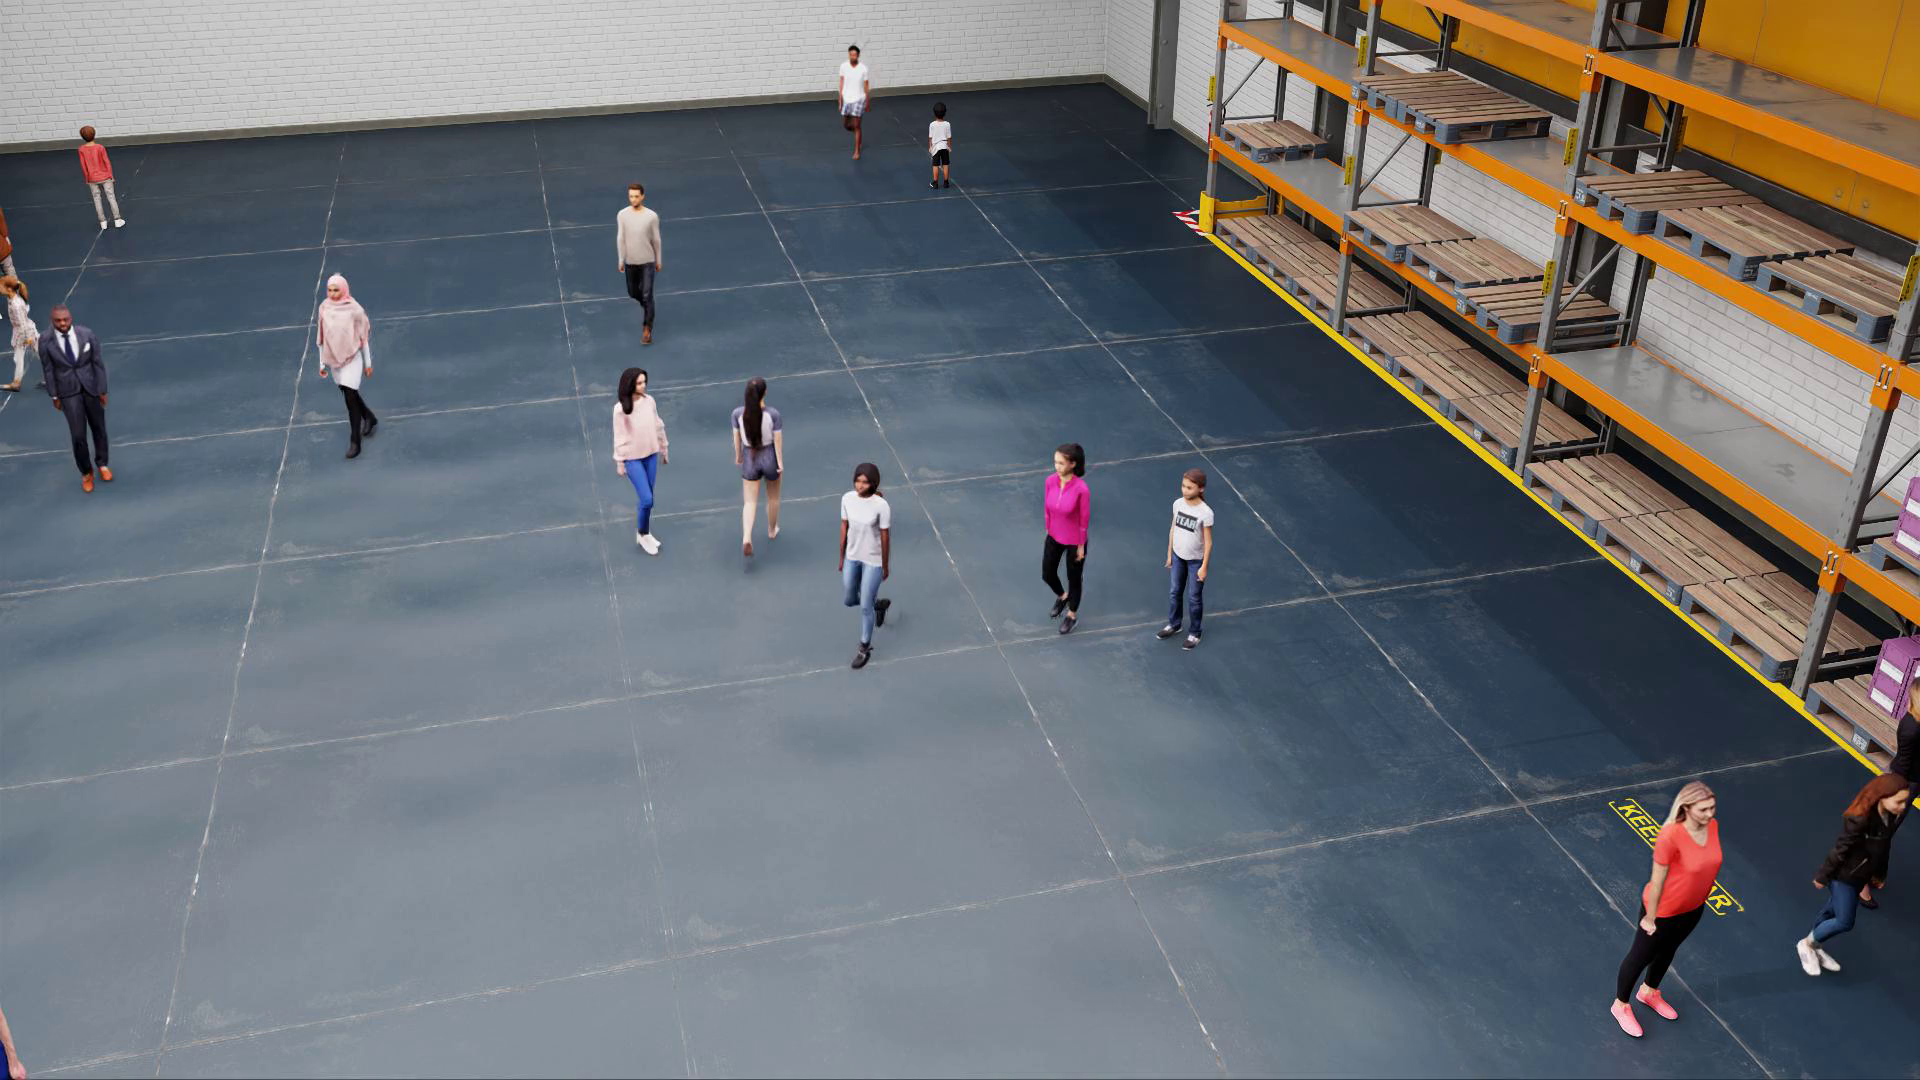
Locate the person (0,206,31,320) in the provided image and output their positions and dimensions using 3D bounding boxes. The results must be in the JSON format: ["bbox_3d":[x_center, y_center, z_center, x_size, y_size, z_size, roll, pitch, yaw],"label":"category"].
[{"bbox_3d":[-11.541,-3.530,19.732,0.743,1.839,0.733,-11,31,-20],"label":"person"}]

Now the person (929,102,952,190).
[{"bbox_3d":[-0.294,-5.828,24.551,0.497,1.261,0.500,-6,29,-10],"label":"person"}]

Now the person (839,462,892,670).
[{"bbox_3d":[-0.723,0.147,13.127,0.922,1.711,0.990,14,32,24],"label":"person"}]

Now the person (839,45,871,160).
[{"bbox_3d":[-1.628,-6.873,25.994,0.903,1.713,1.017,8,30,14],"label":"person"}]

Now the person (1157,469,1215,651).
[{"bbox_3d":[1.837,0.128,13.317,0.595,1.562,0.682,23,36,36],"label":"person"}]

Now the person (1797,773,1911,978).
[{"bbox_3d":[5.327,1.960,10.058,0.638,1.467,0.630,-17,33,-29],"label":"person"}]

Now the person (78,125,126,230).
[{"bbox_3d":[-11.837,-4.989,22.850,0.513,1.416,0.476,-8,30,-15],"label":"person"}]

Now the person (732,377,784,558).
[{"bbox_3d":[-1.773,-0.627,14.635,0.804,1.625,1.038,3,29,5],"label":"person"}]

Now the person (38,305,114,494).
[{"bbox_3d":[-8.420,-1.428,15.913,0.805,1.808,0.851,-17,33,-29],"label":"person"}]

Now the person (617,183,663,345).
[{"bbox_3d":[-3.675,-3.229,19.171,0.853,1.850,1.124,0,29,1],"label":"person"}]

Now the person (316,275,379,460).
[{"bbox_3d":[-6.105,-1.782,16.600,0.931,1.771,1.151,5,29,10],"label":"person"}]

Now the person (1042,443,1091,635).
[{"bbox_3d":[0.920,-0.039,13.492,0.736,1.688,0.796,15,32,25],"label":"person"}]

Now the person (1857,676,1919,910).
[{"bbox_3d":[5.943,1.574,10.551,0.708,1.672,0.672,20,34,32],"label":"person"}]

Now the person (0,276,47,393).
[{"bbox_3d":[-10.002,-2.234,17.936,0.681,1.286,0.794,-12,31,-21],"label":"person"}]

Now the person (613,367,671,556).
[{"bbox_3d":[-2.884,-0.725,14.679,0.824,1.756,0.789,22,35,34],"label":"person"}]

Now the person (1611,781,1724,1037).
[{"bbox_3d":[4.091,2.094,9.575,0.637,1.693,0.592,-14,31,-24],"label":"person"}]
